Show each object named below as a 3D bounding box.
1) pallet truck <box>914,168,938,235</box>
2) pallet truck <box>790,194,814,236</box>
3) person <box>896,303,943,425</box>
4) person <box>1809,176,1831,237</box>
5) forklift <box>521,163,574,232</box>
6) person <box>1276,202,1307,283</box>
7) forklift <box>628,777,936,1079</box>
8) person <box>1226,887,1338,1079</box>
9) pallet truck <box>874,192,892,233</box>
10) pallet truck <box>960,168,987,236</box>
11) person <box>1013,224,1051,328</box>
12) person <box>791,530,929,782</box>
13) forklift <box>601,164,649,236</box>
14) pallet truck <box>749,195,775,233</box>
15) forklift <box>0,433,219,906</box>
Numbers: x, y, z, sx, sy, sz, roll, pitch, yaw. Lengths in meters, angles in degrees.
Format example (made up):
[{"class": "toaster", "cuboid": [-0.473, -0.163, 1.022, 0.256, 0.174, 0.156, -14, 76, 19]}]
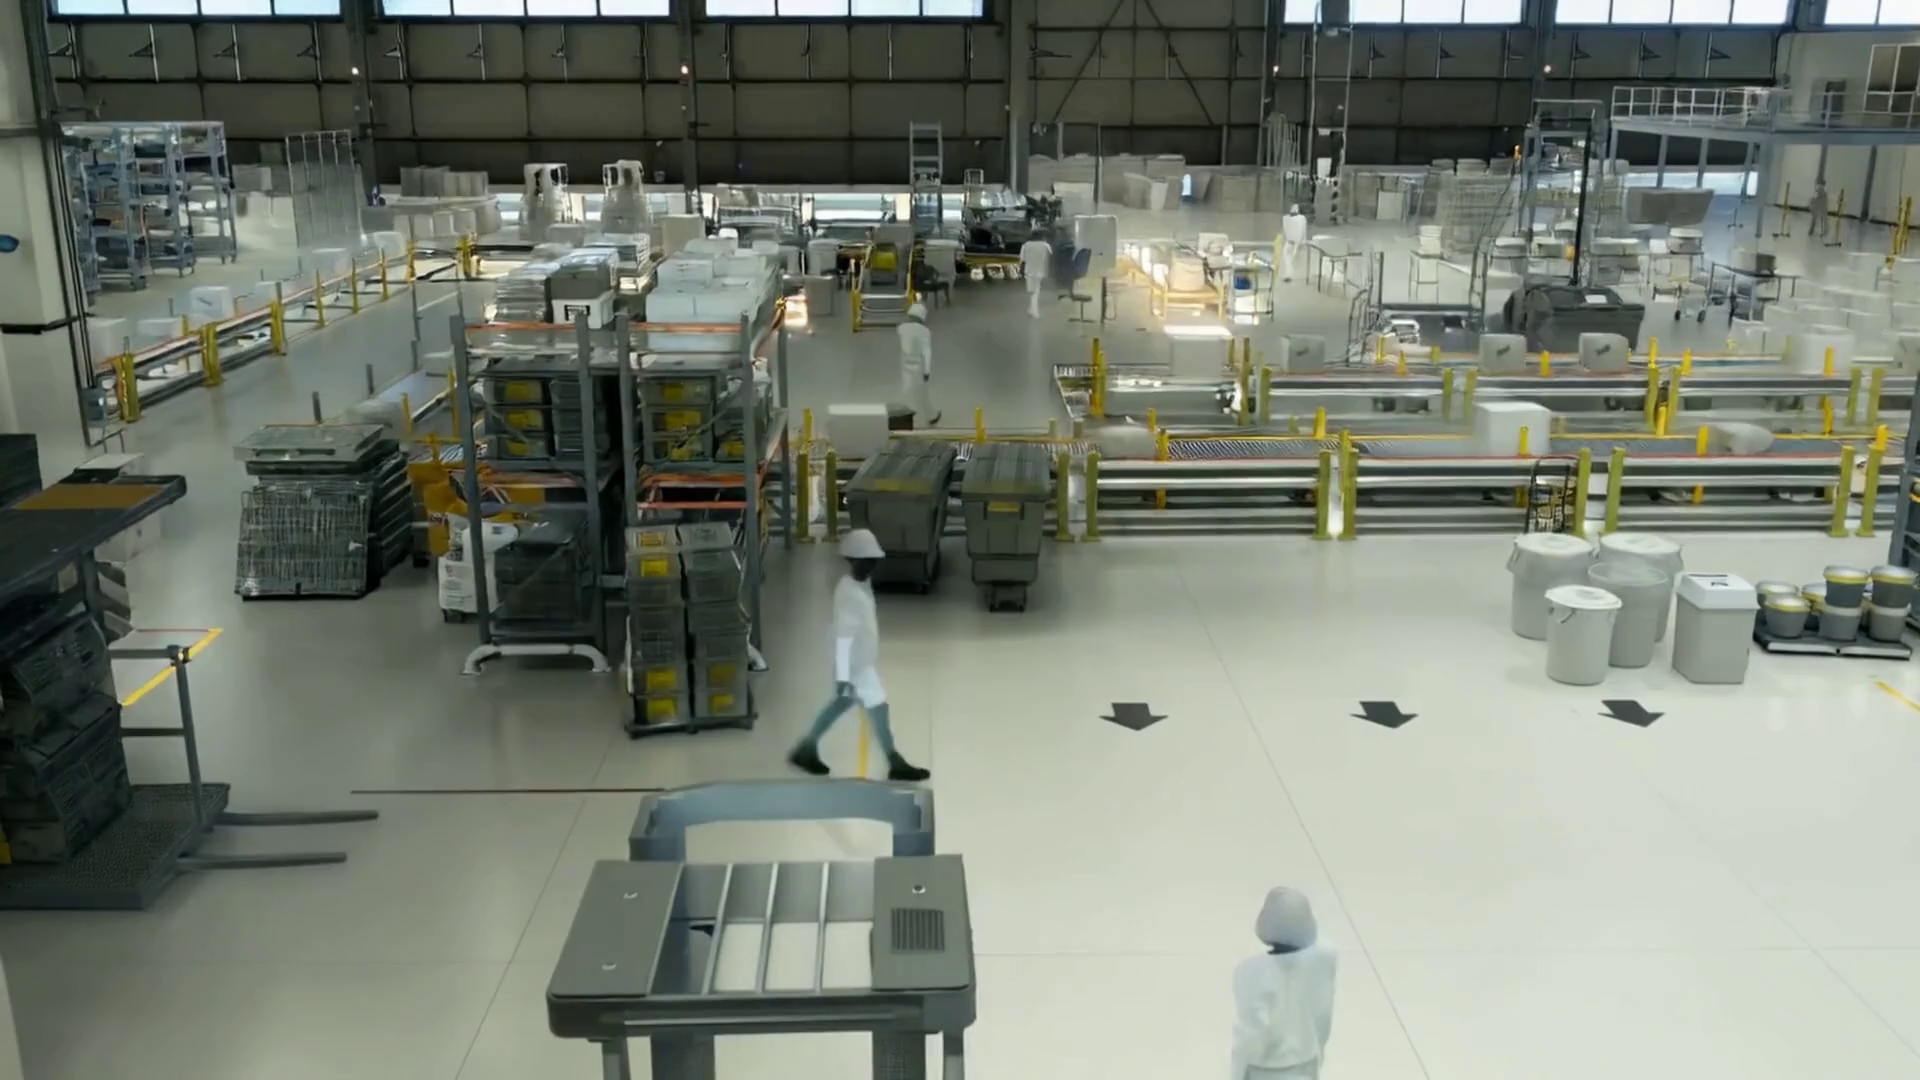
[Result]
[{"class": "pallet truck", "cuboid": [-0.989, -10.316, 50.507, 0.823, 1.965, 1.885, 1, 16, 3]}, {"class": "pallet truck", "cuboid": [-4.814, -9.883, 50.259, 0.704, 1.261, 1.522, -1, 16, -3]}, {"class": "person", "cuboid": [-0.605, -2.464, 23.578, 0.605, 1.783, 0.903, 9, 18, 28]}, {"class": "person", "cuboid": [25.505, -9.855, 49.253, 0.524, 1.817, 0.729, 2, 16, 6]}, {"class": "forklift", "cuboid": [-12.233, -10.122, 49.298, 1.157, 1.987, 2.680, 0, 16, -1]}, {"class": "person", "cuboid": [7.824, -7.023, 39.263, 0.661, 1.883, 0.475, 14, 21, 39]}, {"class": "forklift", "cuboid": [-0.542, 2.165, 5.552, 1.129, 2.768, 1.873, -1, 16, -2]}, {"class": "person", "cuboid": [1.413, 2.284, 7.353, 0.507, 1.635, 0.272, -6, 17, -21]}, {"class": "pallet truck", "cuboid": [-2.277, -9.986, 50.594, 0.653, 1.274, 1.630, 0, 16, -1]}, {"class": "pallet truck", "cuboid": [0.383, -10.230, 50.206, 0.823, 1.965, 1.885, -1, 16, -3]}, {"class": "person", "cuboid": [1.421, -5.222, 32.822, 0.631, 1.982, 1.053, -7, 17, -22]}, {"class": "person", "cuboid": [-0.767, 0.833, 11.946, 1.006, 1.894, 0.554, 1, 16, 3]}, {"class": "forklift", "cuboid": [-9.948, -10.127, 49.296, 1.157, 1.987, 2.680, -1, 16, -3]}, {"class": "pallet truck", "cuboid": [-6.051, -9.967, 50.660, 0.680, 1.201, 1.601, 0, 16, -1]}, {"class": "forklift", "cuboid": [-5.952, 0.780, 10.366, 1.873, 2.768, 1.129, 0, 16, -1]}]
